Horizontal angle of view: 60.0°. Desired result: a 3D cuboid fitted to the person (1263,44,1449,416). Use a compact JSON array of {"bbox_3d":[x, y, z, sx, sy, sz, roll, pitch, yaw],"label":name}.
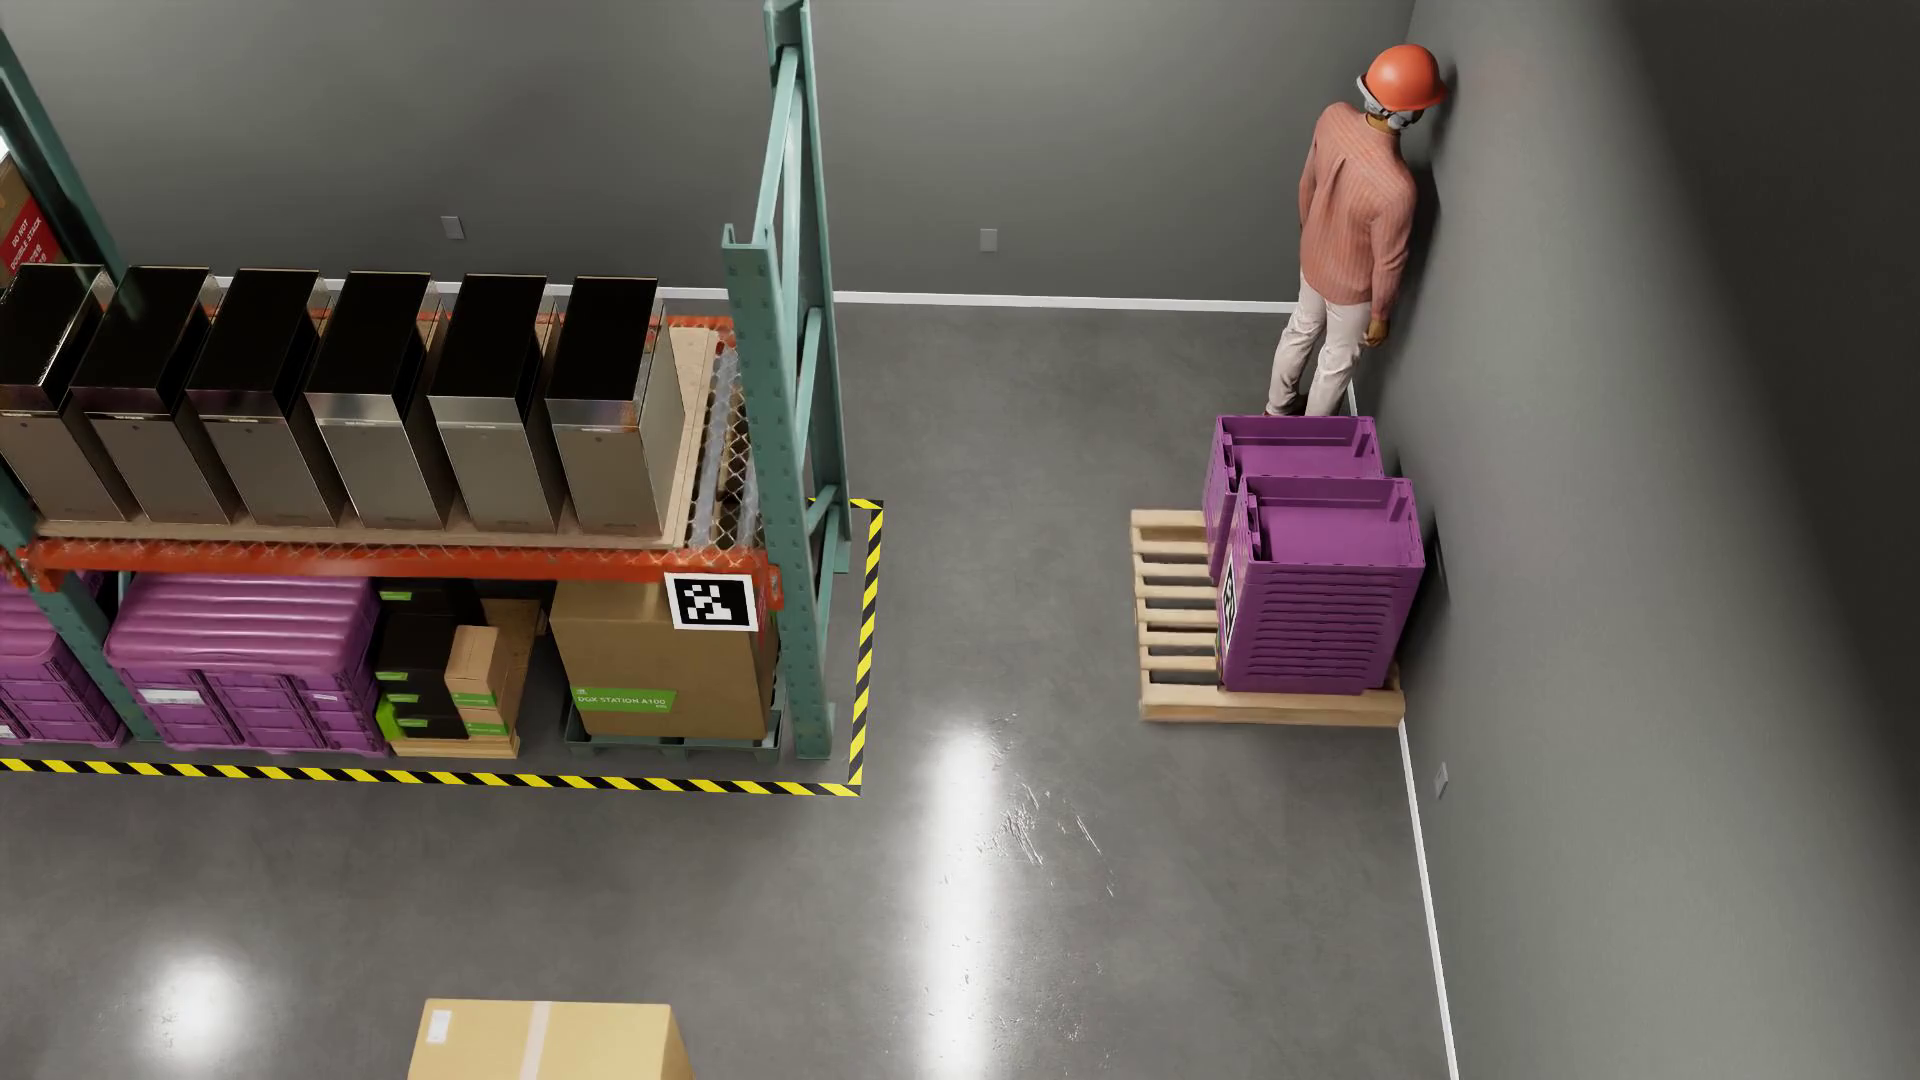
[{"bbox_3d":[1.527,-1.067,6.497,0.396,1.992,0.622,-18,54,-13],"label":"person"}]
